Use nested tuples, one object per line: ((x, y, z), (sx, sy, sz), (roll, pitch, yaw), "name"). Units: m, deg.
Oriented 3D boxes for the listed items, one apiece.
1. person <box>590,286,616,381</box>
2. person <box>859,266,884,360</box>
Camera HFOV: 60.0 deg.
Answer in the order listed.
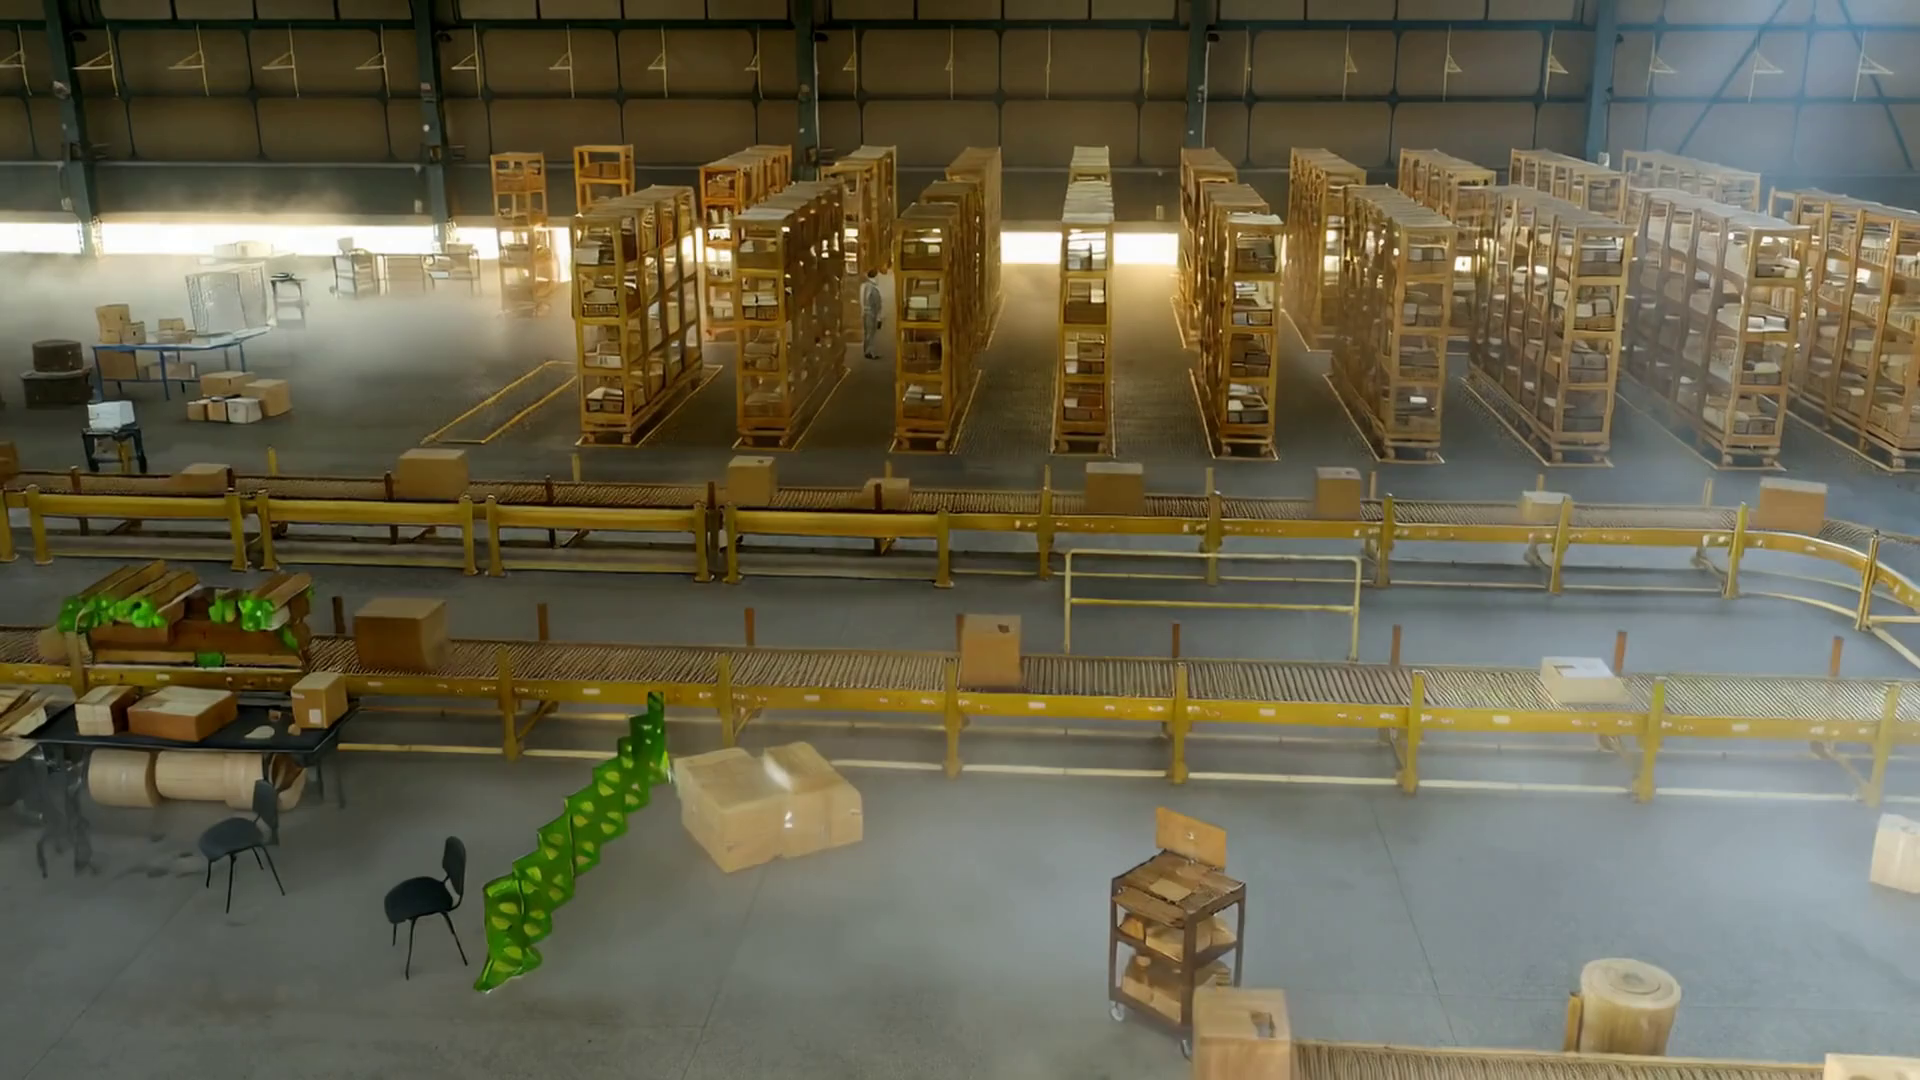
((-6.289, -3.626, 29.961), (0.640, 1.892, 0.994), (5, 18, 15), "person")
((-1.742, -4.461, 32.714), (0.404, 1.833, 0.600), (-11, 21, -31), "person")
